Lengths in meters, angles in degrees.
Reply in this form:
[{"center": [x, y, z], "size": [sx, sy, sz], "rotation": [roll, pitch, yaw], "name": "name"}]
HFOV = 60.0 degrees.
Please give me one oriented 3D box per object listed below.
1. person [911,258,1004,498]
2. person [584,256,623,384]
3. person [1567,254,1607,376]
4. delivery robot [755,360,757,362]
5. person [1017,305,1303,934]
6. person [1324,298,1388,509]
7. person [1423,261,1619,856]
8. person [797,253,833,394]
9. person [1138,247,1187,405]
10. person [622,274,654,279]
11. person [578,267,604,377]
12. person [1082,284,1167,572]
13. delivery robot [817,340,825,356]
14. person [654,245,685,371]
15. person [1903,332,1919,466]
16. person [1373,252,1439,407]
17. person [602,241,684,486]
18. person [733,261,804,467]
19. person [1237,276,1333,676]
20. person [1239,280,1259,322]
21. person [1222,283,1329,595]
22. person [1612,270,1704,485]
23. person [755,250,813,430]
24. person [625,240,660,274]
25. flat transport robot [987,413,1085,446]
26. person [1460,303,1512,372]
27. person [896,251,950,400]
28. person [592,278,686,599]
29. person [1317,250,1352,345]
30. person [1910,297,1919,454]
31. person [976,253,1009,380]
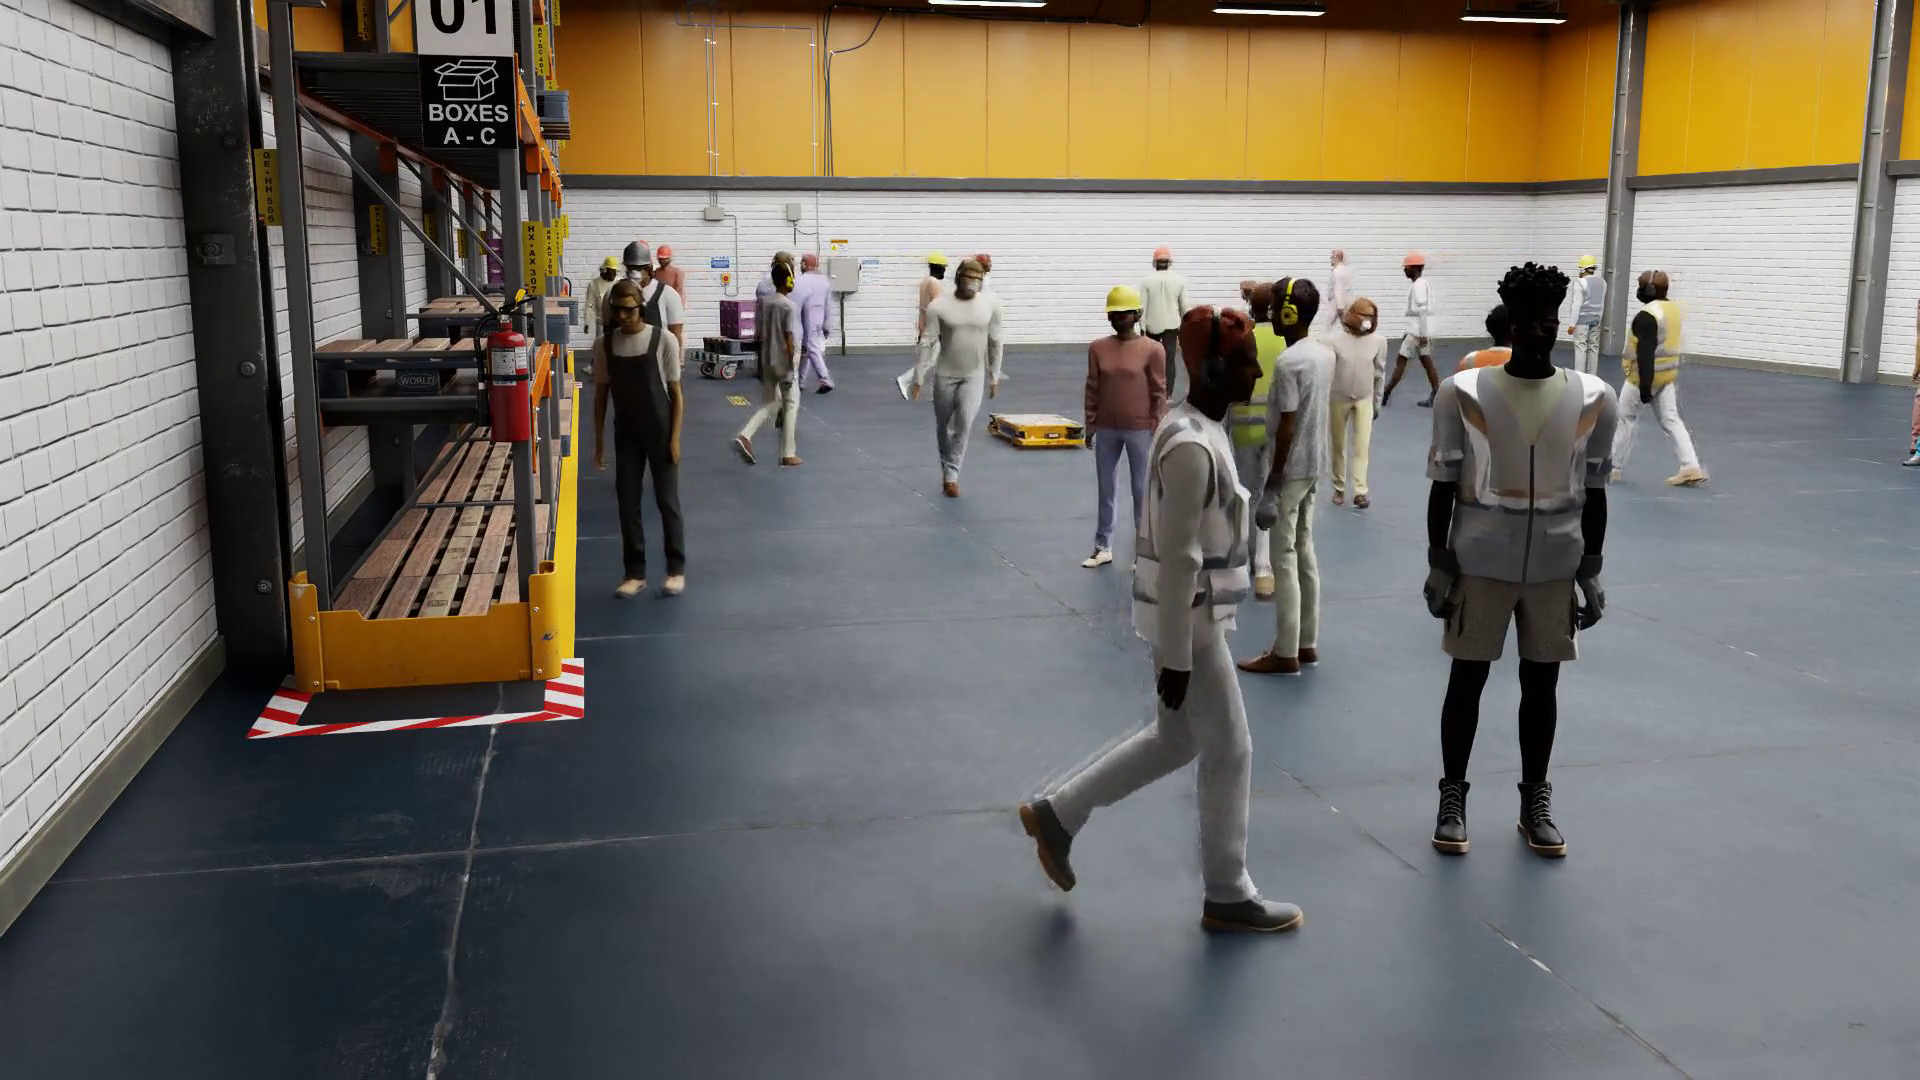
[{"center": [-0.034, -1.320, 13.457], "size": [0.746, 1.890, 0.820], "rotation": [-1, 10, -7], "name": "person"}, {"center": [-4.975, -3.091, 23.503], "size": [0.679, 1.795, 0.642], "rotation": [-3, 11, -19], "name": "person"}, {"center": [8.692, -3.043, 23.139], "size": [0.586, 1.835, 0.403], "rotation": [-5, 12, -28], "name": "person"}, {"center": [-3.218, -3.023, 26.313], "size": [0.707, 0.478, 0.477], "rotation": [-2, 10, -9], "name": "delivery robot"}, {"center": [0.594, 0.242, 4.869], "size": [0.792, 1.859, 0.591], "rotation": [1, 10, 7], "name": "person"}, {"center": [2.966, -1.020, 12.578], "size": [0.523, 1.590, 0.853], "rotation": [1, 10, 6], "name": "person"}, {"center": [1.842, 0.072, 5.511], "size": [0.605, 1.966, 0.367], "rotation": [1, 10, 6], "name": "person"}, {"center": [-2.006, -2.890, 22.225], "size": [0.988, 1.865, 0.636], "rotation": [7, 13, 35], "name": "person"}, {"center": [2.544, -2.670, 20.881], "size": [0.648, 1.906, 1.036], "rotation": [0, 10, -1], "name": "person"}, {"center": [-4.713, -3.252, 24.221], "size": [0.597, 1.864, 1.036], "rotation": [-7, 12, -33], "name": "person"}, {"center": [-5.249, -3.230, 24.660], "size": [0.544, 1.649, 0.866], "rotation": [7, 13, 35], "name": "person"}, {"center": [1.005, -0.682, 10.243], "size": [0.528, 1.767, 0.330], "rotation": [6, 12, 28], "name": "person"}, {"center": [-2.506, -3.059, 26.516], "size": [0.707, 0.478, 0.477], "rotation": [-7, 12, -36], "name": "delivery robot"}, {"center": [-4.533, -3.517, 25.456], "size": [0.629, 1.941, 1.021], "rotation": [4, 11, 21], "name": "person"}, {"center": [8.813, -1.554, 14.845], "size": [0.384, 1.849, 0.569], "rotation": [-7, 12, -32], "name": "person"}, {"center": [5.486, -2.563, 20.329], "size": [0.984, 1.882, 0.568], "rotation": [3, 11, 19], "name": "person"}, {"center": [-2.633, -1.444, 13.705], "size": [0.683, 2.000, 0.535], "rotation": [1, 10, 6], "name": "person"}, {"center": [-1.703, -1.553, 14.844], "size": [0.535, 1.847, 0.676], "rotation": [8, 13, 37], "name": "person"}, {"center": [1.547, -0.292, 7.815], "size": [0.326, 1.865, 0.549], "rotation": [7, 12, 33], "name": "person"}, {"center": [3.186, -2.095, 18.558], "size": [0.855, 1.595, 0.515], "rotation": [9, 13, 40], "name": "person"}, {"center": [1.819, -0.604, 9.767], "size": [0.640, 1.793, 0.978], "rotation": [5, 11, 24], "name": "person"}, {"center": [5.782, -1.349, 13.870], "size": [0.635, 1.798, 0.978], "rotation": [-9, 14, -41], "name": "person"}, {"center": [-1.881, -2.122, 17.766], "size": [0.654, 1.926, 0.440], "rotation": [-5, 11, -25], "name": "person"}, {"center": [-5.246, -3.950, 27.636], "size": [0.609, 2.032, 0.409], "rotation": [-5, 11, -25], "name": "person"}, {"center": [0.762, -1.129, 16.868], "size": [0.652, 0.197, 1.431], "rotation": [-2, 11, -13], "name": "flat transport robot"}, {"center": [3.325, -0.640, 10.320], "size": [0.530, 1.663, 0.862], "rotation": [9, 14, 41], "name": "person"}, {"center": [-0.415, -2.655, 20.785], "size": [0.736, 1.905, 0.596], "rotation": [-2, 11, -13], "name": "person"}, {"center": [-1.831, -0.569, 9.455], "size": [0.541, 1.822, 0.431], "rotation": [2, 10, 9], "name": "person"}, {"center": [6.526, -4.094, 28.904], "size": [1.007, 1.853, 0.642], "rotation": [7, 12, 34], "name": "person"}, {"center": [9.254, -1.720, 15.621], "size": [0.400, 1.905, 0.643], "rotation": [0, 10, -1], "name": "person"}, {"center": [0.251, -3.236, 24.176], "size": [0.892, 1.856, 0.584], "rotation": [-4, 11, -21], "name": "person"}]
